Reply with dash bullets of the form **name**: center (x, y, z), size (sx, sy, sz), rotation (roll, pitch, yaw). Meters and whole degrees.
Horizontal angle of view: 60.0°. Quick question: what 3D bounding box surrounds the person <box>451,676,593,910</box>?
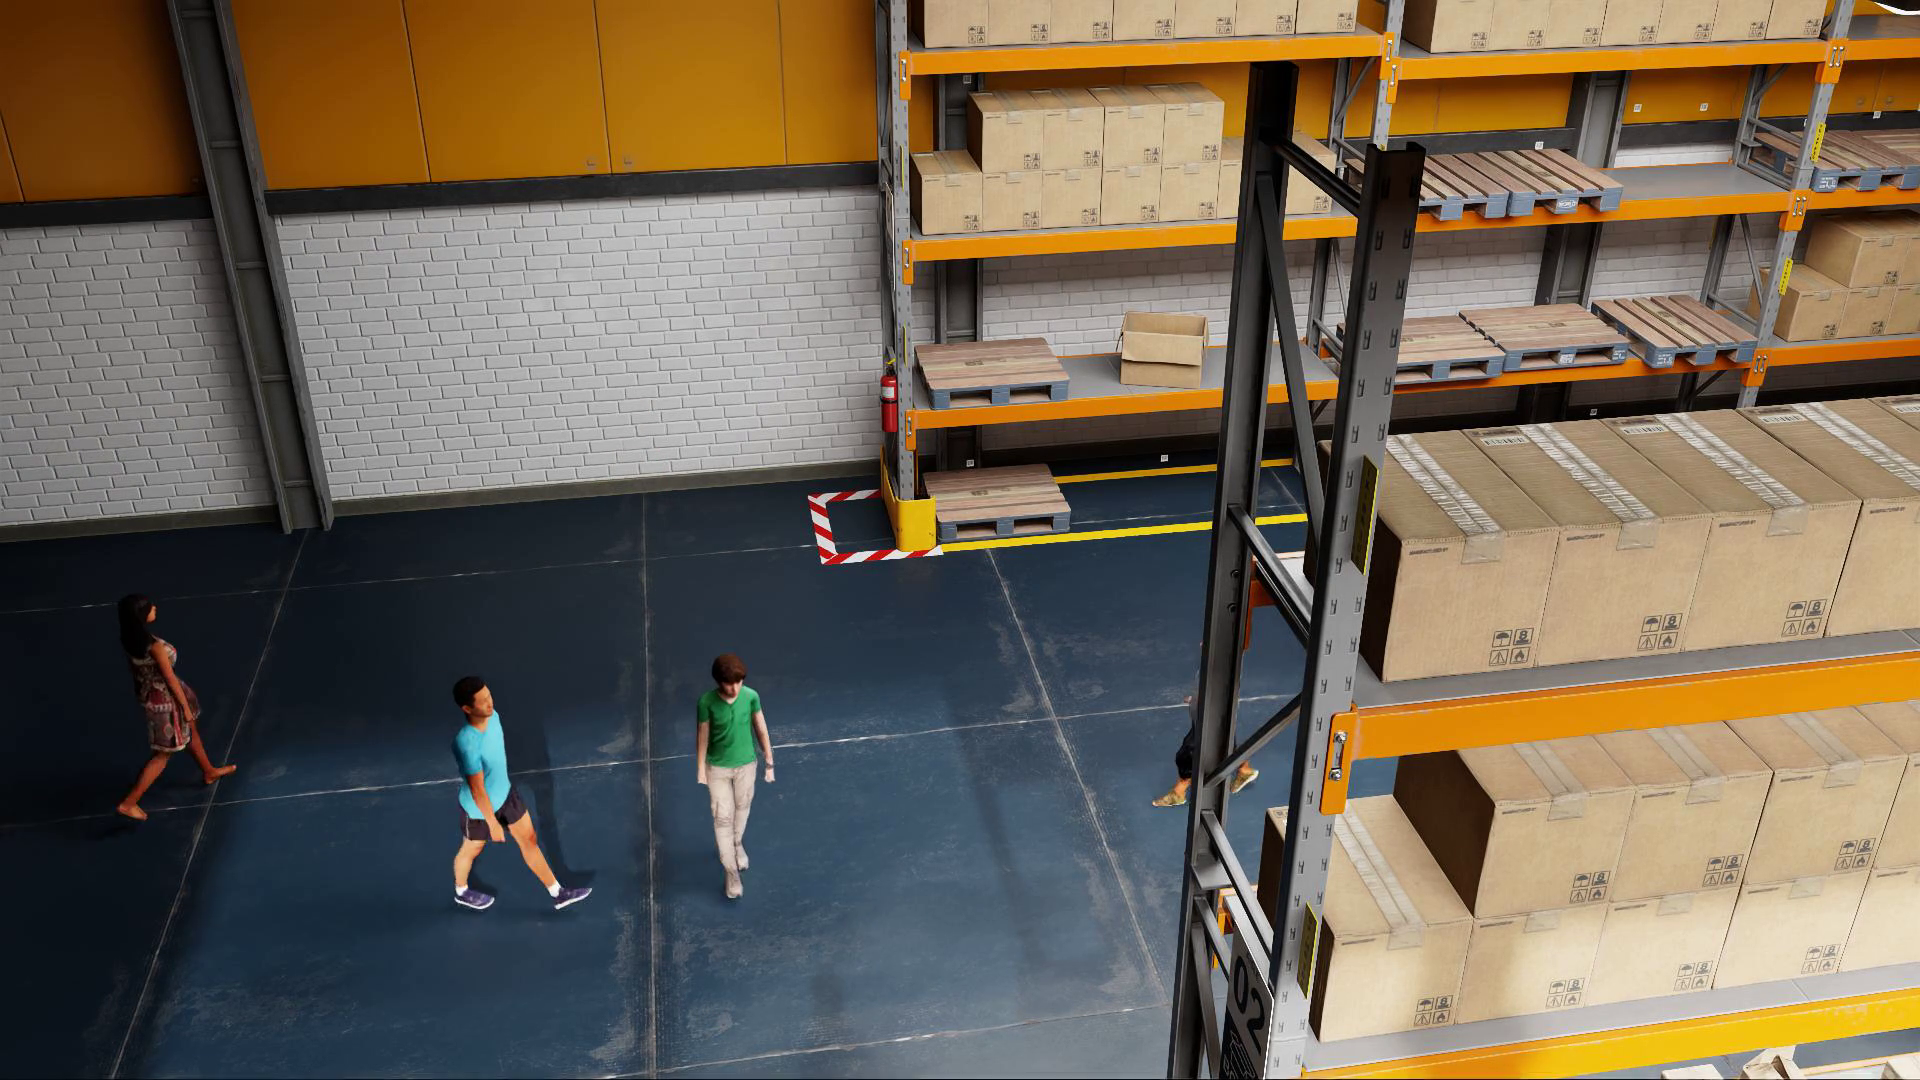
- **person**: center (-2.973, 1.600, 10.130), size (1.210, 1.726, 0.889), rotation (4, 29, 8)

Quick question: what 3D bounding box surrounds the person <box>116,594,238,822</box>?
- **person**: center (-5.409, 1.126, 11.115), size (1.070, 1.615, 1.151), rotation (20, 34, 32)

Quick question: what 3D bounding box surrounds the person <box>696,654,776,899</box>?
- **person**: center (-1.477, 1.382, 10.617), size (0.856, 1.643, 0.785), rotation (-10, 30, -18)

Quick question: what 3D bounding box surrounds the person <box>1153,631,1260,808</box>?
- **person**: center (1.745, 1.138, 11.289), size (1.012, 1.428, 0.621), rotation (-6, 29, -12)
